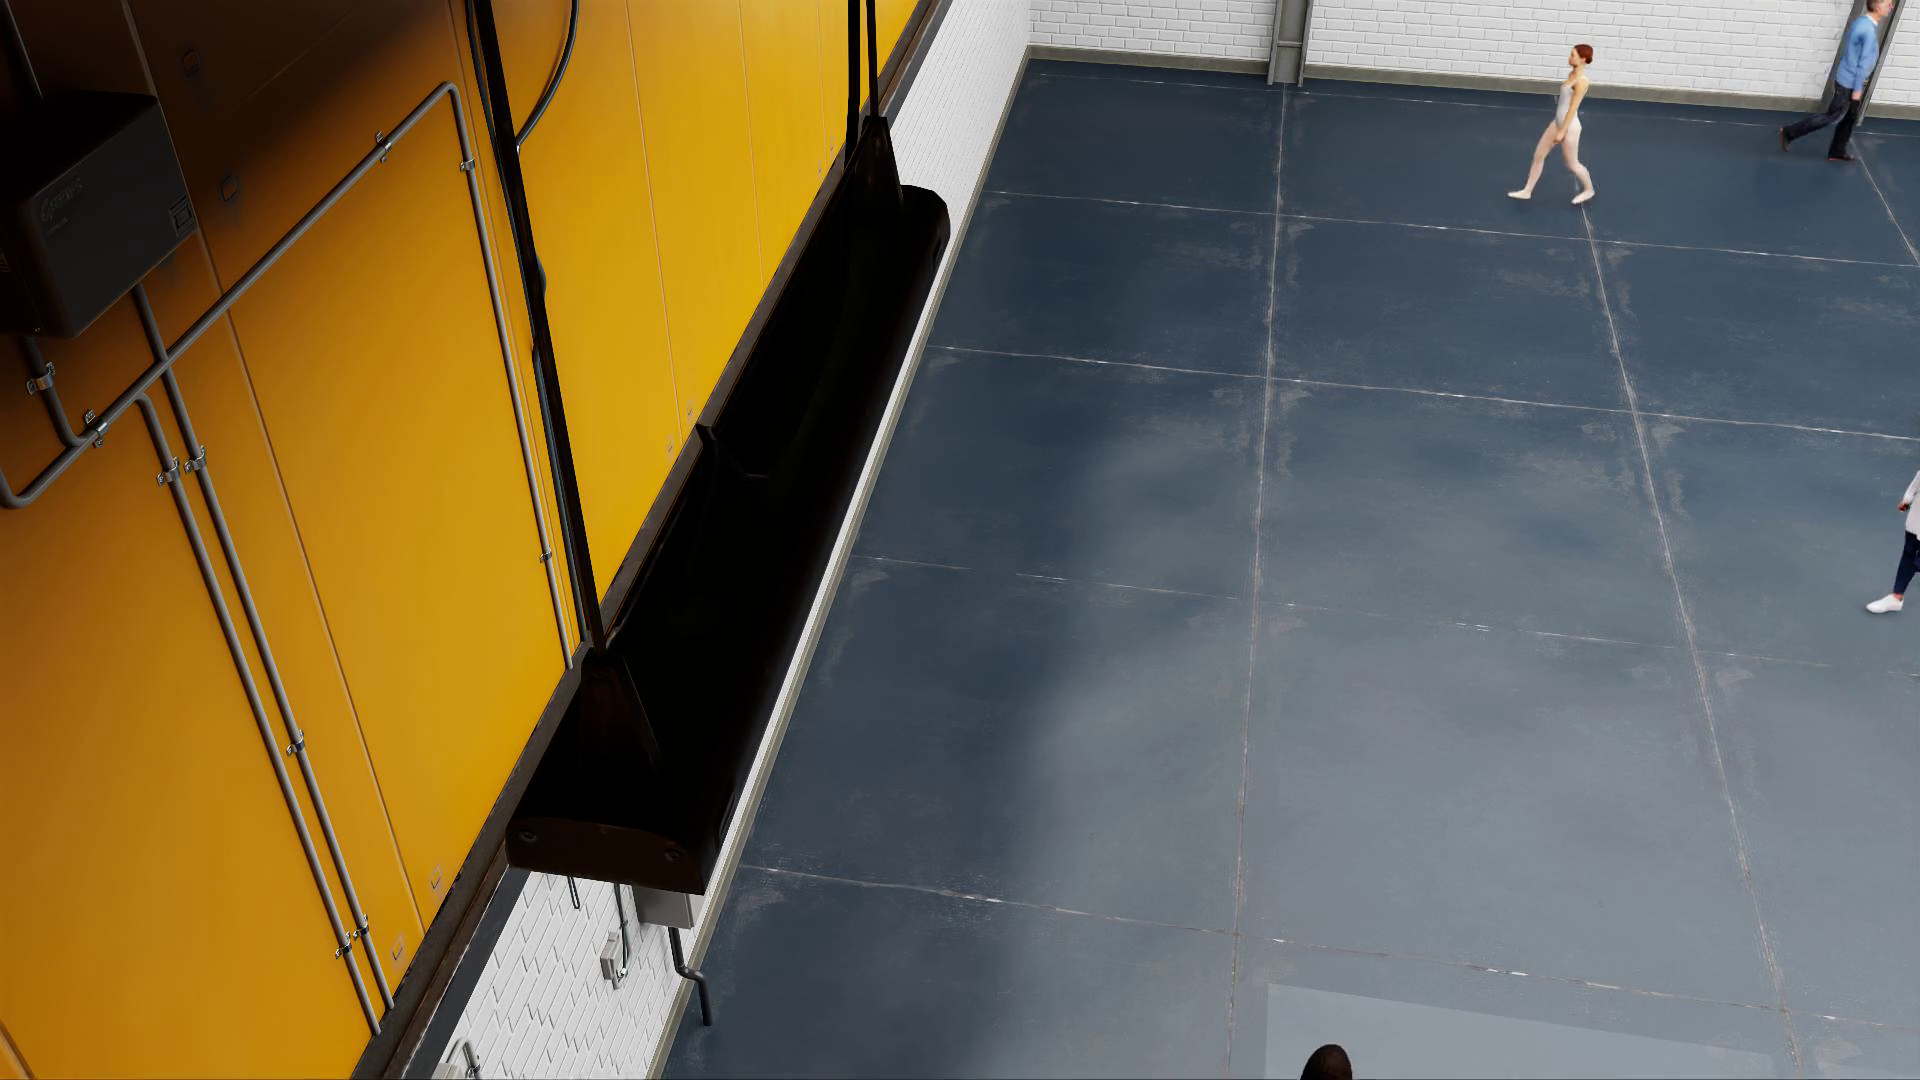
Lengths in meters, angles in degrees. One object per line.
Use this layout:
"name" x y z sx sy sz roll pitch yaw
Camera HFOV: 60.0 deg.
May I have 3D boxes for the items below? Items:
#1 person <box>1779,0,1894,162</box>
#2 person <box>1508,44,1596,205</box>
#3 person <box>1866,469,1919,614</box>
"person" 8.929 -4.678 16.856 1.108 1.795 0.761 12 40 14
"person" 5.968 -3.988 16.140 1.084 1.609 0.700 -2 39 -2
"person" 6.705 -0.208 11.279 0.856 1.770 0.779 -10 40 -12
